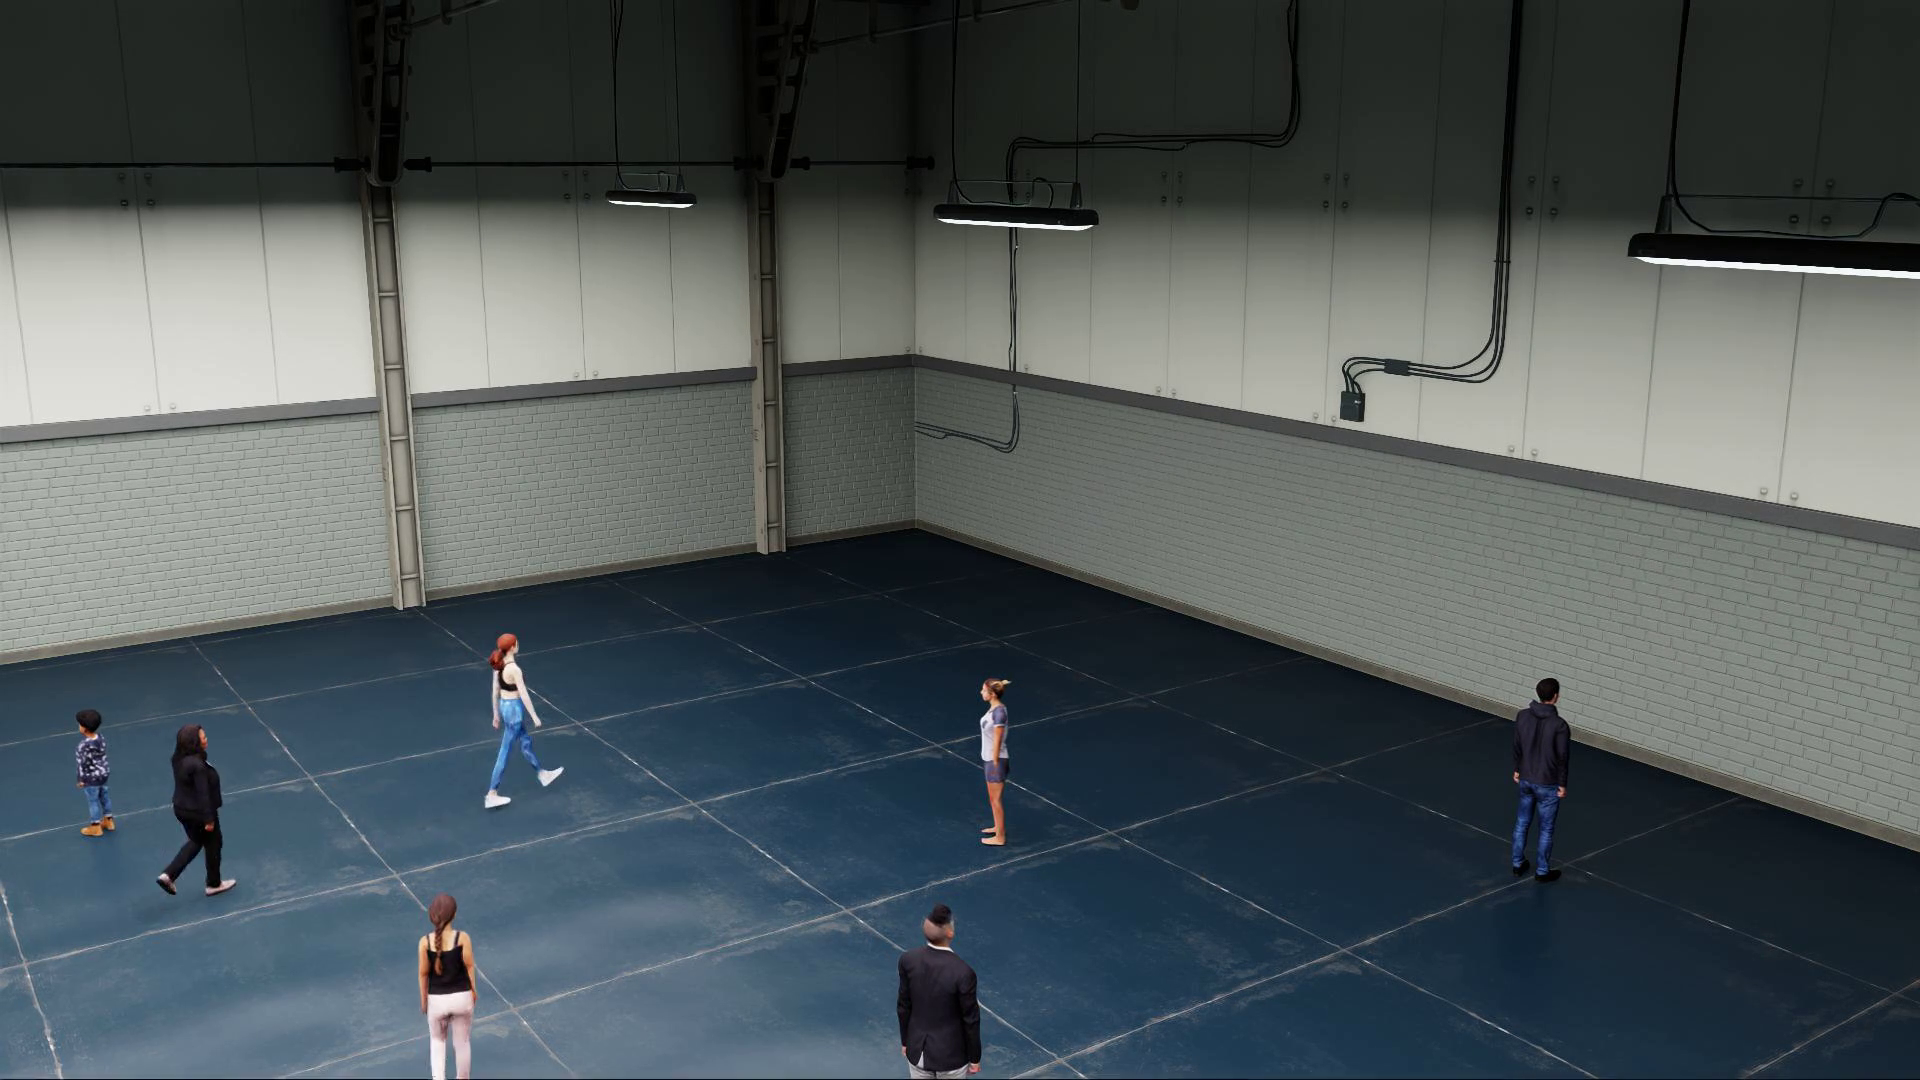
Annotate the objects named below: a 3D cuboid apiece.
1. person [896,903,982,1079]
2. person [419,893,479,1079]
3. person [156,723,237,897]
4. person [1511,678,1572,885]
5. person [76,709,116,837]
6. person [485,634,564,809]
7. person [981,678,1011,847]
[{"bbox_3d":[-0.143,3.170,10.465,0.799,1.950,0.785,6,14,24],"label":"person"},{"bbox_3d":[-3.473,3.175,11.322,0.710,1.553,0.721,-3,13,-11],"label":"person"},{"bbox_3d":[-6.752,2.403,14.549,0.792,1.601,0.960,10,17,38],"label":"person"},{"bbox_3d":[5.216,2.152,14.985,0.605,1.894,0.700,-12,17,-41],"label":"person"},{"bbox_3d":[-8.358,2.231,16.069,0.649,1.251,0.578,4,14,17],"label":"person"},{"bbox_3d":[-4.561,1.847,16.654,1.196,1.735,0.686,-12,18,-42],"label":"person"},{"bbox_3d":[0.346,2.097,15.831,0.664,1.620,0.637,0,13,-1],"label":"person"}]
